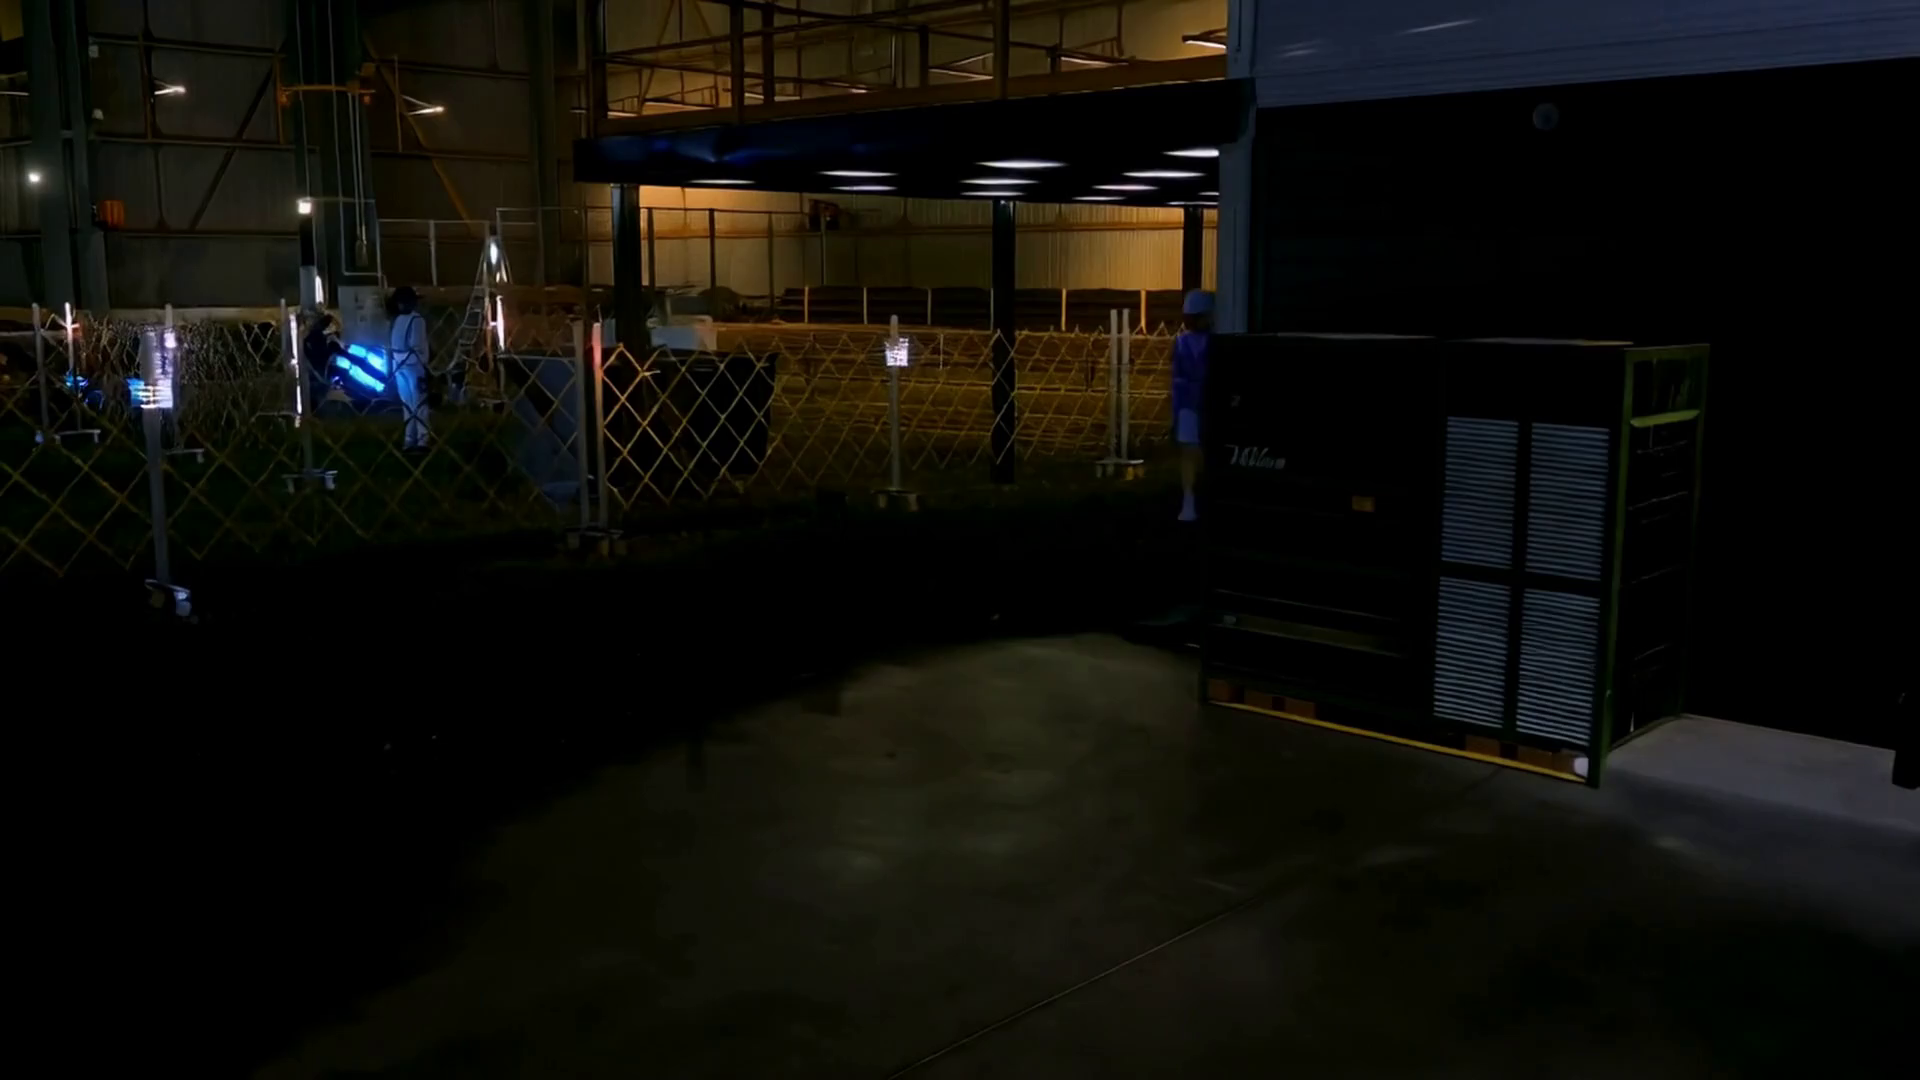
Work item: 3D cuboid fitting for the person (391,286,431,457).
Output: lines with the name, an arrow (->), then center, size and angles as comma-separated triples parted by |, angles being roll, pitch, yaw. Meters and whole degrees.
person -> -6.084, -1.858, 18.381 | 0.586, 1.883, 0.340 | 9, 13, 43

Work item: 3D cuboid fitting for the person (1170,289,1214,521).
person -> 2.021, -1.134, 13.859 | 0.549, 1.914, 0.705 | 4, 10, 23
